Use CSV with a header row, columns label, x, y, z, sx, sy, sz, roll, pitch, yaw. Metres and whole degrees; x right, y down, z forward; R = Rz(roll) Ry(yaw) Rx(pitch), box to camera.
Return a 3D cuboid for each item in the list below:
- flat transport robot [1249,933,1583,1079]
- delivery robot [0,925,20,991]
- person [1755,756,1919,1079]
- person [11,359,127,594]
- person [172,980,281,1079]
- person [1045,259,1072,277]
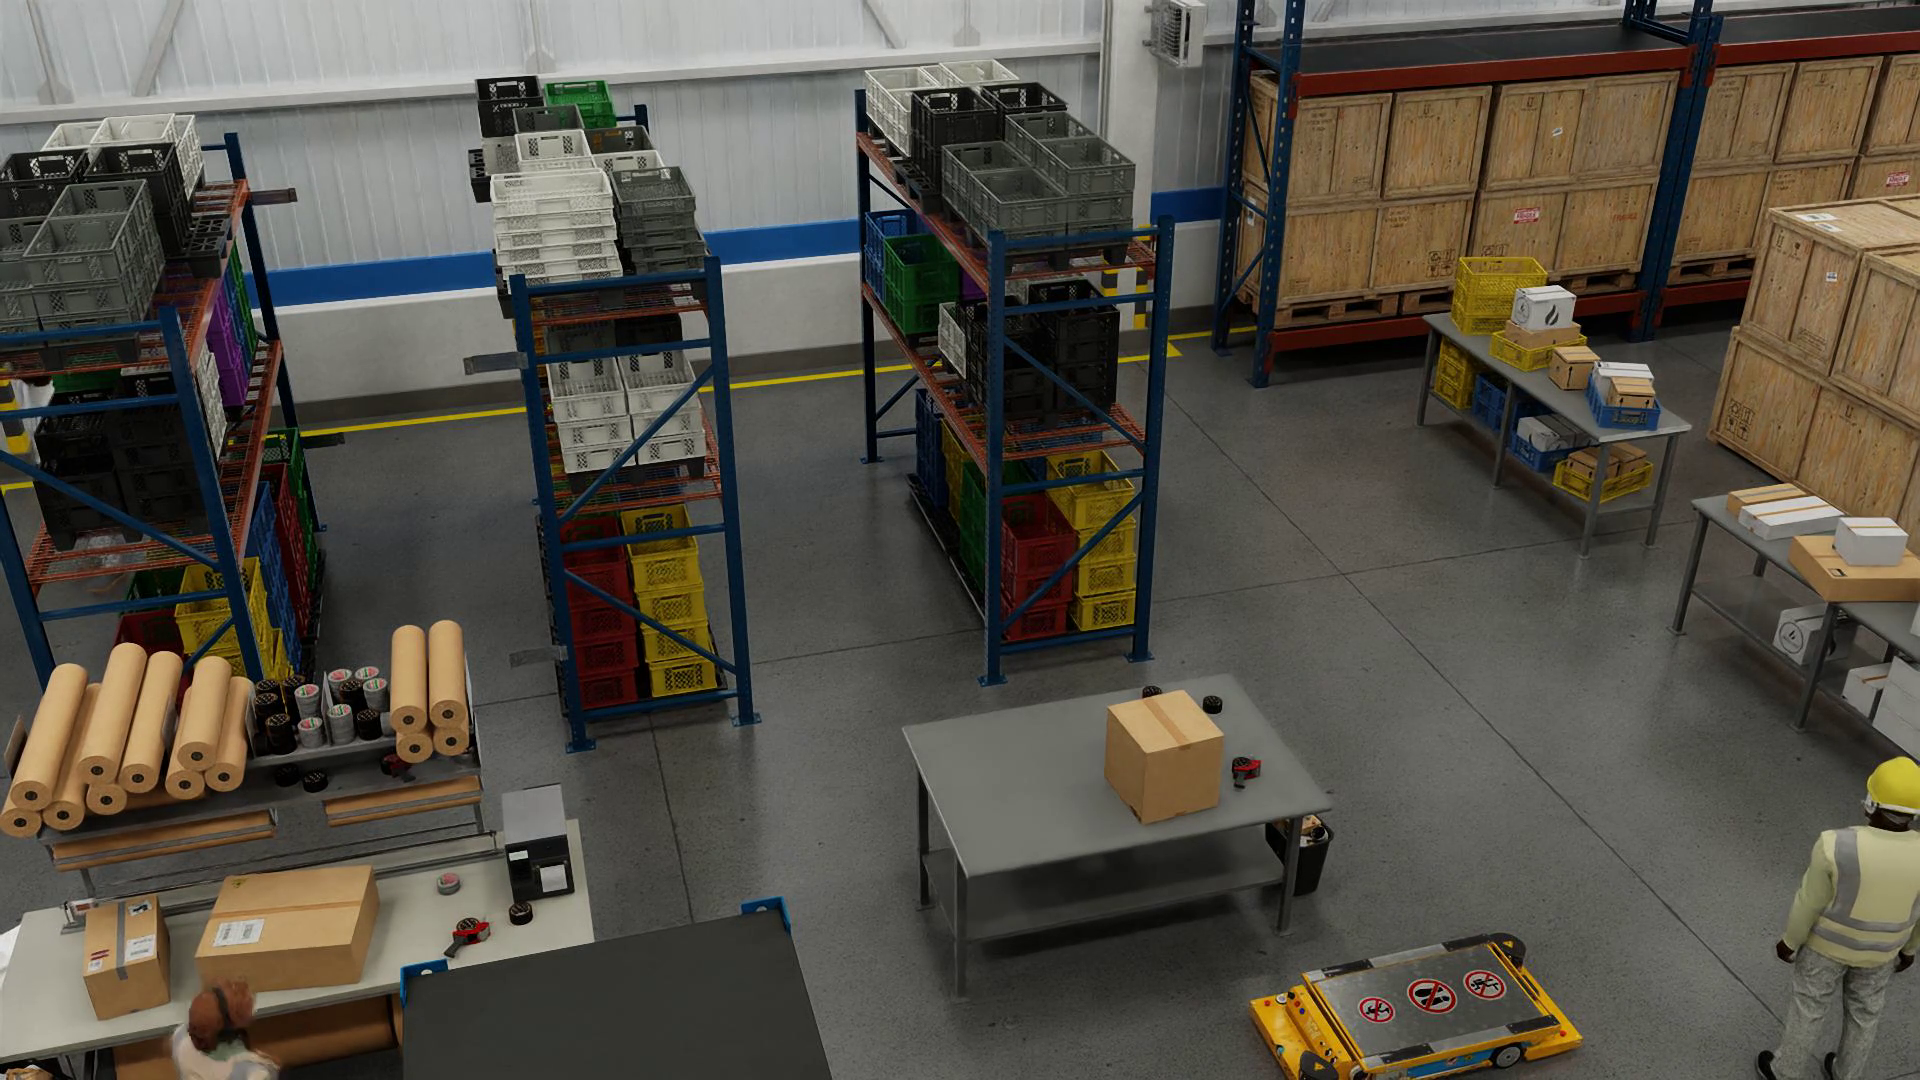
label,x,y,z,sx,sy,sz,roll,pitch,yaw
flat transport robot,2.184,2.282,7.980,1.431,0.197,0.652,-8,30,-14
delivery robot,-4.637,2.108,7.911,0.477,0.478,0.707,20,34,32
person,3.941,1.742,7.354,0.600,1.829,0.404,2,29,4
person,-6.121,-0.559,11.500,0.711,1.871,0.506,17,33,28
person,-2.761,2.366,6.436,0.545,1.626,0.337,15,32,25
person,0.773,-2.496,14.956,0.627,1.940,0.376,-18,34,-30
